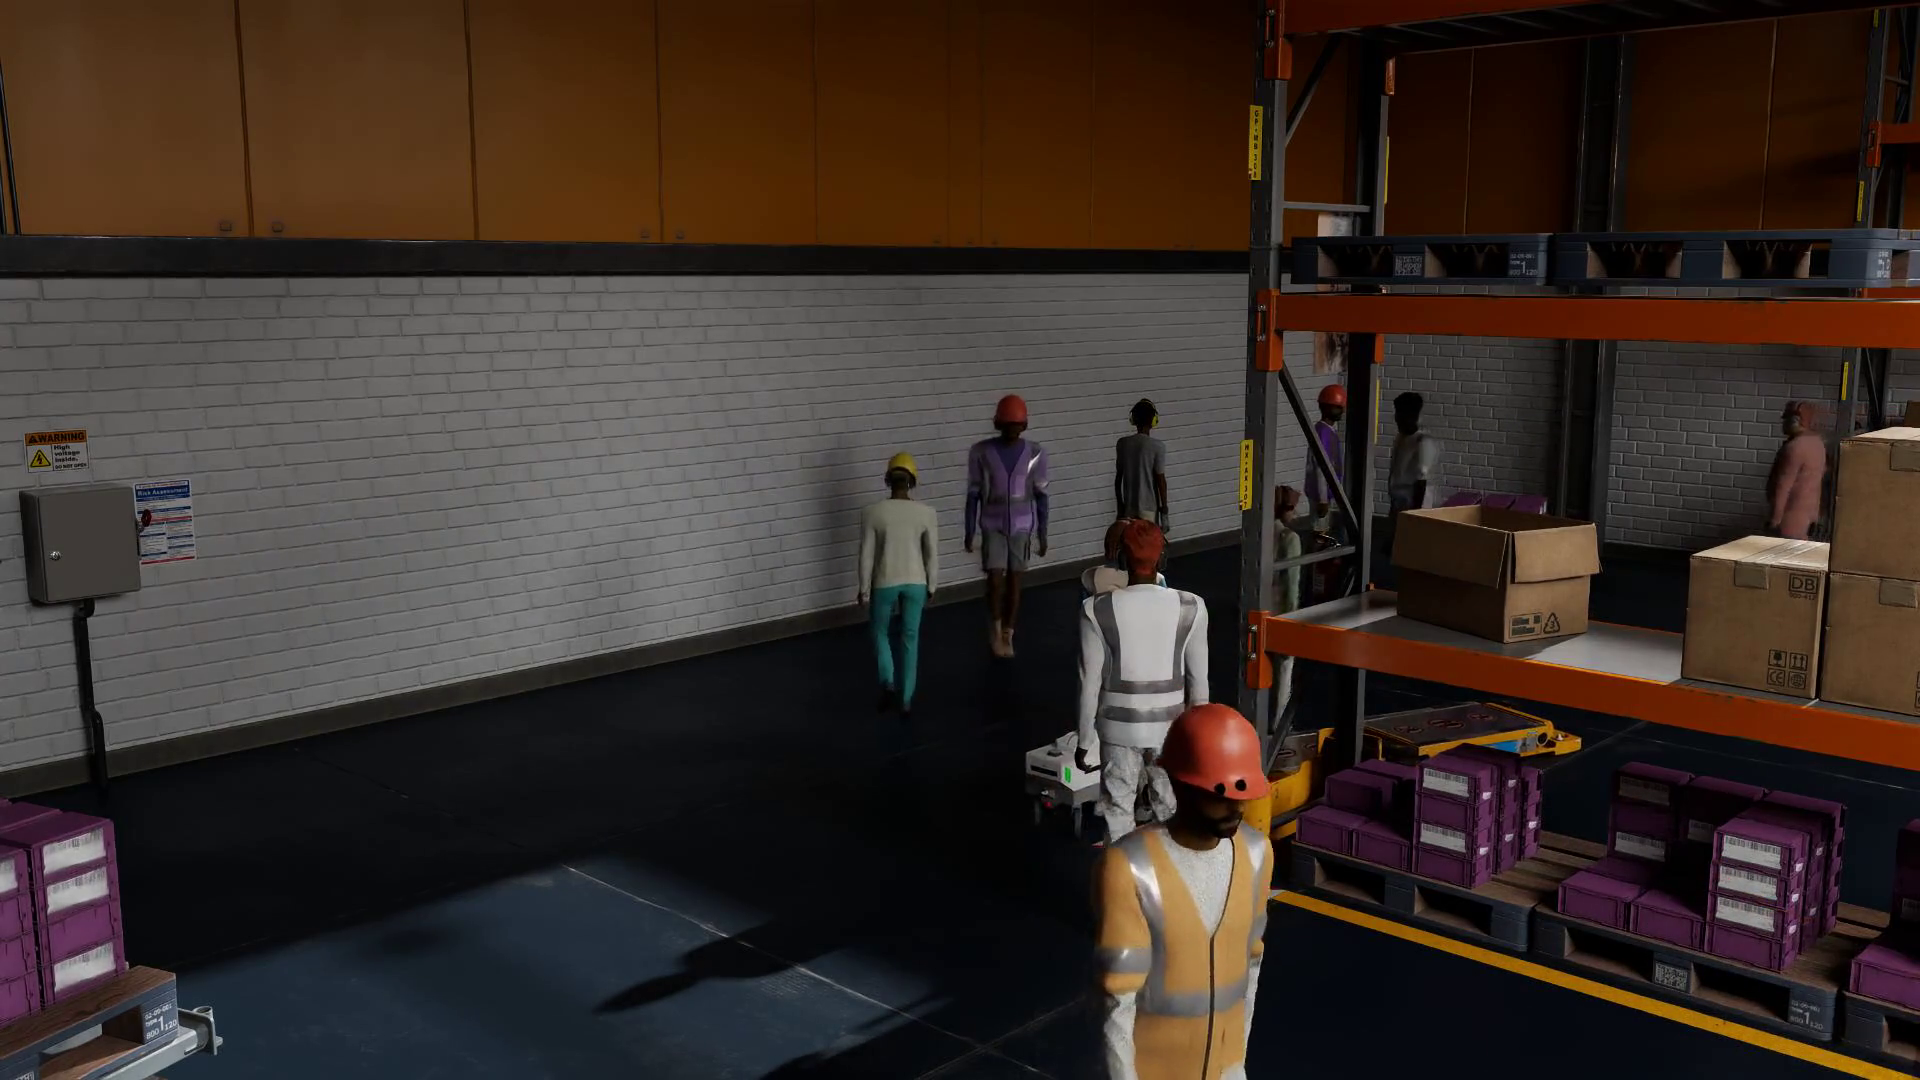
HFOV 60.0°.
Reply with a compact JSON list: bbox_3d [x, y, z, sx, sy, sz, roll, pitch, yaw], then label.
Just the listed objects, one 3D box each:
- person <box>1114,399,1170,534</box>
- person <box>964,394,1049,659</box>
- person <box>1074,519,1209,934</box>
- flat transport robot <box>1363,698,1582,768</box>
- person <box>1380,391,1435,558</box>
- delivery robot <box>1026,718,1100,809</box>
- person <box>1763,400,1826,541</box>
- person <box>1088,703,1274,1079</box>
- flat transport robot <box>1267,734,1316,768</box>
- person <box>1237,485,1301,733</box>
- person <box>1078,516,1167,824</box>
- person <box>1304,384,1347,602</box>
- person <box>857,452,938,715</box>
[{"bbox_3d":[1.537,-0.246,13.937,0.532,1.874,0.321,8,12,39],"label":"person"},{"bbox_3d":[0.362,-0.087,12.501,0.632,2.018,0.542,-1,9,-5],"label":"person"},{"bbox_3d":[0.786,0.845,7.212,0.584,1.882,0.337,-1,9,-5],"label":"person"},{"bbox_3d":[2.986,1.187,10.044,1.431,0.197,0.652,-5,10,-26],"label":"flat transport robot"},{"bbox_3d":[3.811,-0.288,13.997,0.502,1.938,0.610,-1,9,-9],"label":"person"},{"bbox_3d":[0.674,1.188,8.885,0.477,0.478,0.707,9,13,43],"label":"delivery robot"},{"bbox_3d":[6.945,-0.213,13.730,0.826,1.874,0.643,8,12,40],"label":"person"},{"bbox_3d":[0.598,1.345,4.131,0.570,1.892,0.957,-4,10,-25],"label":"person"},{"bbox_3d":[1.721,1.298,9.364,1.431,0.197,0.652,-4,10,-22],"label":"flat transport robot"},{"bbox_3d":[1.950,0.456,10.398,0.491,1.610,0.598,7,12,38],"label":"person"},{"bbox_3d":[0.874,0.695,8.870,0.512,1.642,0.312,4,10,26],"label":"person"},{"bbox_3d":[3.251,-0.414,14.780,0.376,1.934,0.547,2,10,14],"label":"person"},{"bbox_3d":[-0.414,0.290,11.020,0.546,1.743,0.372,-1,9,-8],"label":"person"}]
